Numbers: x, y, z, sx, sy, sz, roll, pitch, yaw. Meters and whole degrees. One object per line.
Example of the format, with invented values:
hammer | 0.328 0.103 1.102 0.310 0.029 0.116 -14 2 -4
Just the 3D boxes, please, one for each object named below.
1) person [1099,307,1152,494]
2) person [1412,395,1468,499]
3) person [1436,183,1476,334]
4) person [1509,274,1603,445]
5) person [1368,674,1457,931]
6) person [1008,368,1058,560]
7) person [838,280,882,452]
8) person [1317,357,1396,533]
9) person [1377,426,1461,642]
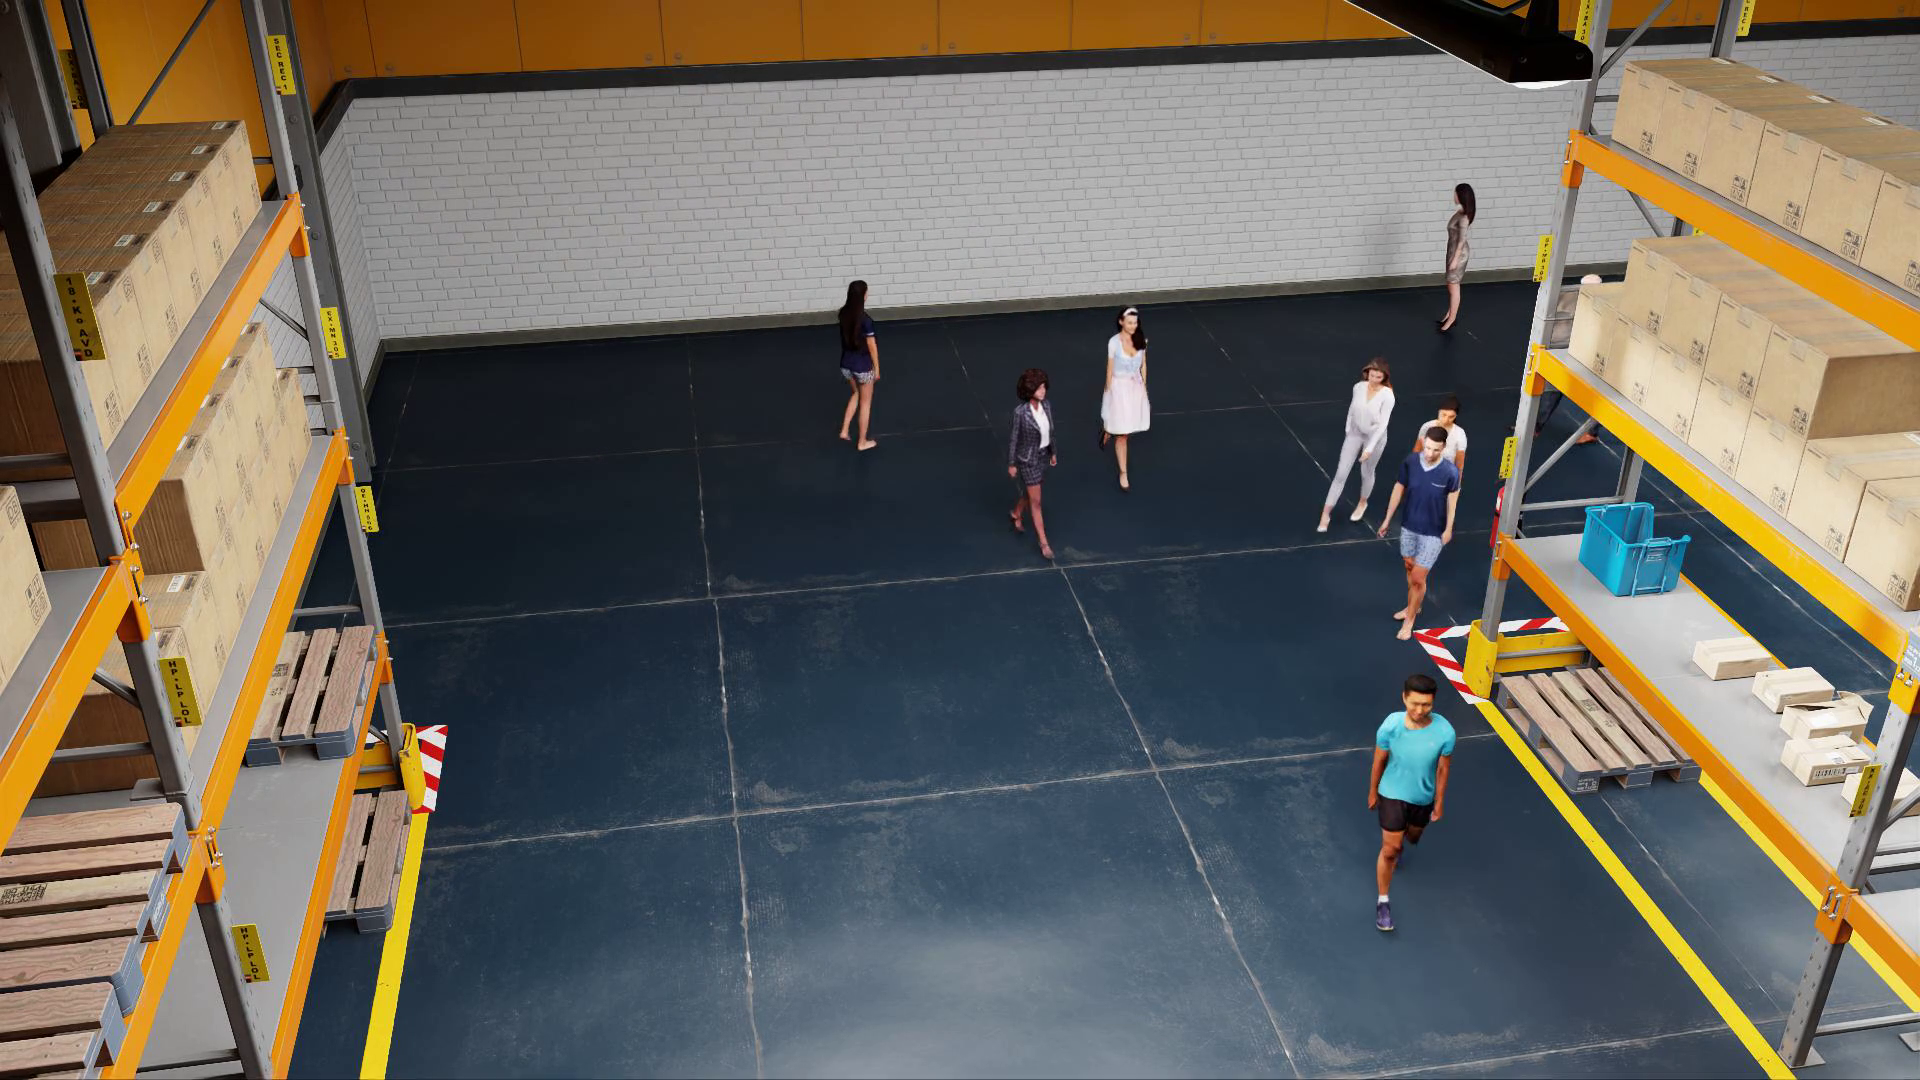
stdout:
person | 1.489 -1.348 15.559 0.768 1.799 1.035 -10 30 -18
person | 4.123 -0.508 14.196 0.833 1.629 0.784 -19 34 -31
person | 5.708 -3.243 19.092 0.725 1.743 0.596 8 30 14
person | 6.187 -1.727 16.308 0.761 1.748 1.058 -3 29 -6
person | 2.773 1.533 10.331 0.821 1.748 1.138 4 29 7
person | 0.594 -0.704 14.516 0.934 1.668 1.063 -24 37 -37
person | -1.047 -1.655 16.165 0.750 1.758 0.813 22 35 34
person | 3.652 -0.856 14.750 1.000 1.709 1.031 25 37 37
person | 3.756 -0.134 13.321 0.930 1.812 0.893 -22 36 -35
